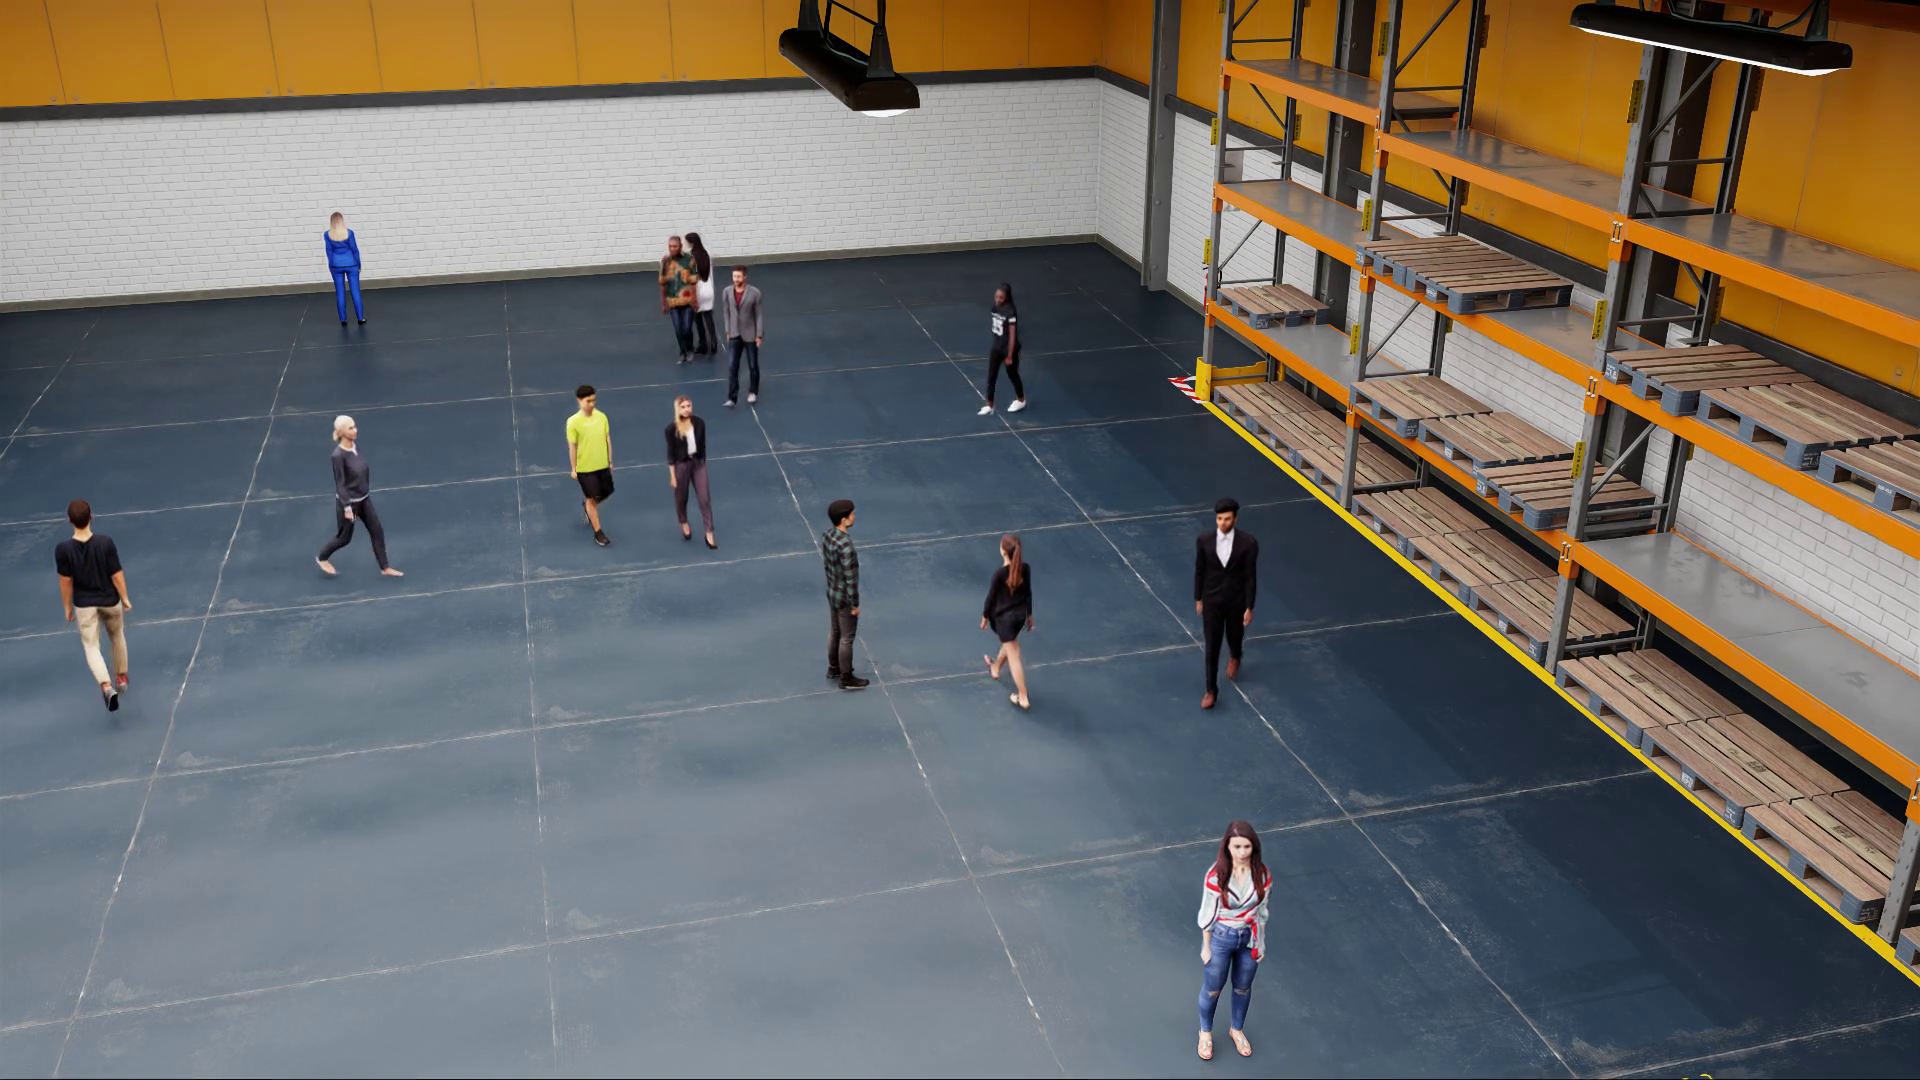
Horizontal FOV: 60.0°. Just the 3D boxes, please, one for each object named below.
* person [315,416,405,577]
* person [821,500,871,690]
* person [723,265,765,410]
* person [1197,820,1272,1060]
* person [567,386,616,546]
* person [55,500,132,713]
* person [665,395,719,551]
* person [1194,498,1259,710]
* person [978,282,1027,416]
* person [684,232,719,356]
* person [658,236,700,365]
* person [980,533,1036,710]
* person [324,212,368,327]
[{"bbox_3d":[-6.073,-0.400,16.402,1.014,1.688,1.135,5,24,12],"label":"person"},{"bbox_3d":[-1.025,0.449,14.347,0.755,1.713,0.572,-12,26,-26],"label":"person"},{"bbox_3d":[-2.747,-2.637,21.318,0.959,1.848,1.128,4,24,8],"label":"person"},{"bbox_3d":[1.648,2.408,10.069,0.611,1.614,0.549,-3,24,-7],"label":"person"},{"bbox_3d":[-3.877,-0.774,17.352,0.858,1.612,1.020,-18,30,-36],"label":"person"},{"bbox_3d":[-7.261,0.569,14.003,0.850,1.833,1.149,-14,27,-28],"label":"person"},{"bbox_3d":[-2.844,-0.719,17.196,0.779,1.635,1.068,-13,27,-28],"label":"person"},{"bbox_3d":[2.288,0.483,14.165,1.056,1.861,1.208,8,25,17],"label":"person"},{"bbox_3d":[0.621,-2.411,20.975,0.986,1.708,1.051,-17,29,-34],"label":"person"},{"bbox_3d":[-3.589,-3.397,23.135,0.897,1.784,0.958,-19,30,-36],"label":"person"},{"bbox_3d":[-3.827,-3.328,22.968,0.795,1.793,0.803,3,24,7],"label":"person"},{"bbox_3d":[0.468,0.702,14.089,0.754,1.520,1.089,-13,27,-28],"label":"person"},{"bbox_3d":[-9.135,-4.030,24.688,0.619,1.701,0.549,-5,24,-11],"label":"person"}]
